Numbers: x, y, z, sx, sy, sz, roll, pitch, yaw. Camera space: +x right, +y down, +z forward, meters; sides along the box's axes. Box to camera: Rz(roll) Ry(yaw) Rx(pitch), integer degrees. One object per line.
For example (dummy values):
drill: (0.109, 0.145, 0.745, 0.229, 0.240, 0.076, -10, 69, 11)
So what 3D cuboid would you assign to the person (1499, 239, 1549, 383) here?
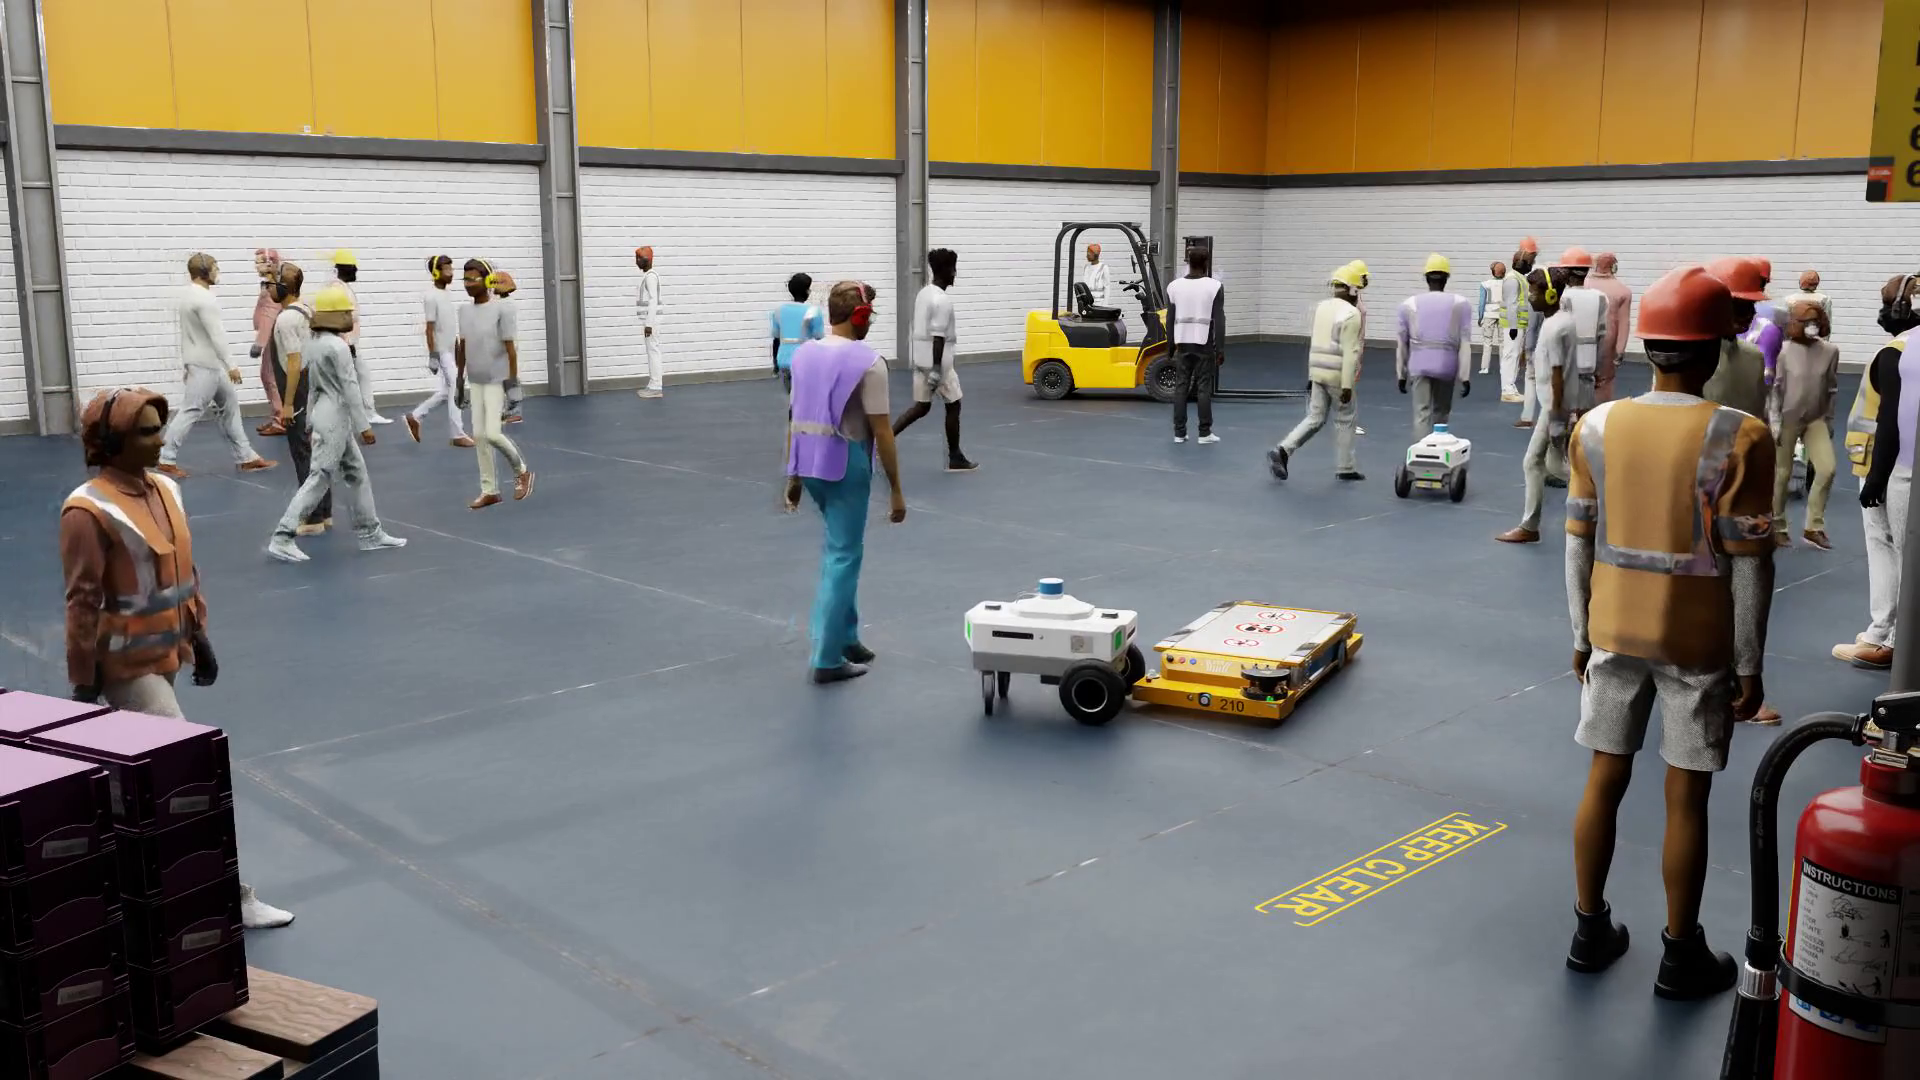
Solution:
person: (7.857, -3.164, 22.991, 1.096, 1.975, 0.620, -7, 13, -34)

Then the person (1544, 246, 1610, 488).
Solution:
person: (4.912, -1.386, 13.385, 0.551, 1.935, 0.372, -3, 11, -17)

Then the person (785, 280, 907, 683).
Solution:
person: (-0.496, -0.275, 7.646, 0.611, 1.815, 0.664, 10, 14, 43)

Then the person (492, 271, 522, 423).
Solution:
person: (-4.924, -2.082, 18.011, 0.285, 1.633, 0.497, -6, 12, -28)

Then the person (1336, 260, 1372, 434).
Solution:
person: (4.026, -1.969, 17.026, 0.309, 1.772, 0.525, 2, 11, 11)

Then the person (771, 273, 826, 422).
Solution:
person: (-1.447, -1.615, 15.322, 0.545, 1.670, 0.564, 5, 12, 26)

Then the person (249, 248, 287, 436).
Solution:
person: (-6.985, -2.000, 16.854, 0.493, 1.892, 0.654, -4, 11, -21)

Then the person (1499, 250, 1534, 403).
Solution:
person: (6.803, -2.602, 20.292, 0.429, 1.840, 0.622, 5, 12, 26)

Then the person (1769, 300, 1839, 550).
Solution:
person: (5.411, -0.721, 10.648, 0.514, 1.611, 0.561, -1, 10, -5)

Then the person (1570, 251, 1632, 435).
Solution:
person: (6.481, -2.002, 16.960, 0.645, 1.868, 0.975, 6, 12, 30)

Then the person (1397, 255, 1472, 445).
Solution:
person: (3.893, -1.399, 13.683, 0.595, 1.870, 1.027, 3, 11, 16)

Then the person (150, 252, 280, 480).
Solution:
person: (-6.332, -1.453, 13.909, 1.031, 1.894, 0.636, -6, 12, -31)

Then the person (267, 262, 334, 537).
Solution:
person: (-4.464, -0.944, 11.226, 0.326, 1.843, 0.517, -1, 10, -4)

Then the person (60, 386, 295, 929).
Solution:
person: (-2.421, 0.348, 4.843, 0.837, 1.603, 0.526, 0, 10, 1)

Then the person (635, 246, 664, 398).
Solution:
person: (-3.898, -2.729, 20.845, 0.356, 1.887, 0.572, -2, 11, -13)

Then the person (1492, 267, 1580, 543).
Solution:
person: (3.900, -0.842, 10.707, 0.761, 1.829, 0.586, 5, 12, 26)

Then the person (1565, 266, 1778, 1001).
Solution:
person: (1.879, 0.253, 4.435, 0.347, 1.943, 0.545, -10, 14, -43)

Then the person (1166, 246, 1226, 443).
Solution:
person: (2.292, -1.897, 16.225, 0.597, 1.916, 0.371, 6, 12, 29)

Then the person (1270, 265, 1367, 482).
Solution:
person: (2.963, -1.334, 13.532, 0.823, 1.796, 0.608, -5, 11, -23)

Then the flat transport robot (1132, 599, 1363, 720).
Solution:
flat transport robot: (1.346, 0.512, 7.579, 0.652, 0.197, 1.431, 5, 12, 26)

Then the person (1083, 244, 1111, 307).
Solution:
person: (2.116, -3.715, 26.225, 0.356, 1.885, 0.573, -8, 13, -38)

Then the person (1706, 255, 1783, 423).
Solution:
person: (4.198, -0.591, 9.115, 0.476, 1.913, 0.577, -6, 12, -30)

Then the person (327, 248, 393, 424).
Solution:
person: (-6.594, -2.148, 17.676, 0.885, 1.894, 0.588, -1, 10, -6)

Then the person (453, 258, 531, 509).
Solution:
person: (-3.512, -1.158, 12.380, 0.530, 1.858, 0.437, 5, 12, 26)

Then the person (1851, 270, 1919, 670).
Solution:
person: (4.389, -0.306, 7.493, 0.352, 1.937, 0.635, -1, 10, -3)

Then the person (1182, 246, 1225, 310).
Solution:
person: (3.364, -3.135, 23.043, 0.656, 1.890, 0.507, -3, 11, -16)

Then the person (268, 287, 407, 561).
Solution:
person: (-3.978, -0.729, 10.443, 0.876, 1.702, 0.489, -7, 13, -34)

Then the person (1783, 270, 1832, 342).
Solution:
person: (9.408, -2.182, 18.534, 0.514, 1.642, 0.310, 4, 11, 23)

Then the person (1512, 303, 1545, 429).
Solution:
person: (6.098, -1.966, 17.397, 0.515, 1.629, 0.355, -3, 11, -15)

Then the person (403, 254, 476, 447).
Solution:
person: (-4.979, -1.800, 15.915, 0.730, 1.843, 0.531, 0, 10, 0)

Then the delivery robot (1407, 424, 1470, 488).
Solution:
delivery robot: (3.724, -0.657, 12.925, 0.477, 0.478, 0.707, 6, 12, 29)

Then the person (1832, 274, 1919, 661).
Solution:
person: (4.426, -0.328, 7.879, 0.633, 1.841, 0.429, -9, 14, -41)

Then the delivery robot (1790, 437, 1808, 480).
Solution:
delivery robot: (6.464, -0.679, 13.044, 0.477, 0.478, 0.707, 5, 12, 27)

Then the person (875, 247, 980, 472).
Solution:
person: (-0.282, -1.512, 14.102, 0.895, 1.935, 0.596, -5, 12, -26)

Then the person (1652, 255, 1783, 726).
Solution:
person: (3.178, -0.250, 7.195, 0.615, 1.952, 0.993, -6, 12, -31)

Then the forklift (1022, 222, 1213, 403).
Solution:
forklift: (1.935, -2.847, 20.651, 2.313, 2.155, 1.214, 2, 11, 13)

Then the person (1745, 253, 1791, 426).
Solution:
person: (5.132, -0.920, 10.953, 0.544, 1.902, 0.636, 3, 11, 16)

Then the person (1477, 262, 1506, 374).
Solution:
person: (7.802, -3.223, 24.212, 0.523, 1.640, 0.306, 1, 10, 5)

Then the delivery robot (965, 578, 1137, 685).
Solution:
delivery robot: (0.386, 0.407, 7.123, 0.707, 0.478, 0.477, 3, 11, 17)
